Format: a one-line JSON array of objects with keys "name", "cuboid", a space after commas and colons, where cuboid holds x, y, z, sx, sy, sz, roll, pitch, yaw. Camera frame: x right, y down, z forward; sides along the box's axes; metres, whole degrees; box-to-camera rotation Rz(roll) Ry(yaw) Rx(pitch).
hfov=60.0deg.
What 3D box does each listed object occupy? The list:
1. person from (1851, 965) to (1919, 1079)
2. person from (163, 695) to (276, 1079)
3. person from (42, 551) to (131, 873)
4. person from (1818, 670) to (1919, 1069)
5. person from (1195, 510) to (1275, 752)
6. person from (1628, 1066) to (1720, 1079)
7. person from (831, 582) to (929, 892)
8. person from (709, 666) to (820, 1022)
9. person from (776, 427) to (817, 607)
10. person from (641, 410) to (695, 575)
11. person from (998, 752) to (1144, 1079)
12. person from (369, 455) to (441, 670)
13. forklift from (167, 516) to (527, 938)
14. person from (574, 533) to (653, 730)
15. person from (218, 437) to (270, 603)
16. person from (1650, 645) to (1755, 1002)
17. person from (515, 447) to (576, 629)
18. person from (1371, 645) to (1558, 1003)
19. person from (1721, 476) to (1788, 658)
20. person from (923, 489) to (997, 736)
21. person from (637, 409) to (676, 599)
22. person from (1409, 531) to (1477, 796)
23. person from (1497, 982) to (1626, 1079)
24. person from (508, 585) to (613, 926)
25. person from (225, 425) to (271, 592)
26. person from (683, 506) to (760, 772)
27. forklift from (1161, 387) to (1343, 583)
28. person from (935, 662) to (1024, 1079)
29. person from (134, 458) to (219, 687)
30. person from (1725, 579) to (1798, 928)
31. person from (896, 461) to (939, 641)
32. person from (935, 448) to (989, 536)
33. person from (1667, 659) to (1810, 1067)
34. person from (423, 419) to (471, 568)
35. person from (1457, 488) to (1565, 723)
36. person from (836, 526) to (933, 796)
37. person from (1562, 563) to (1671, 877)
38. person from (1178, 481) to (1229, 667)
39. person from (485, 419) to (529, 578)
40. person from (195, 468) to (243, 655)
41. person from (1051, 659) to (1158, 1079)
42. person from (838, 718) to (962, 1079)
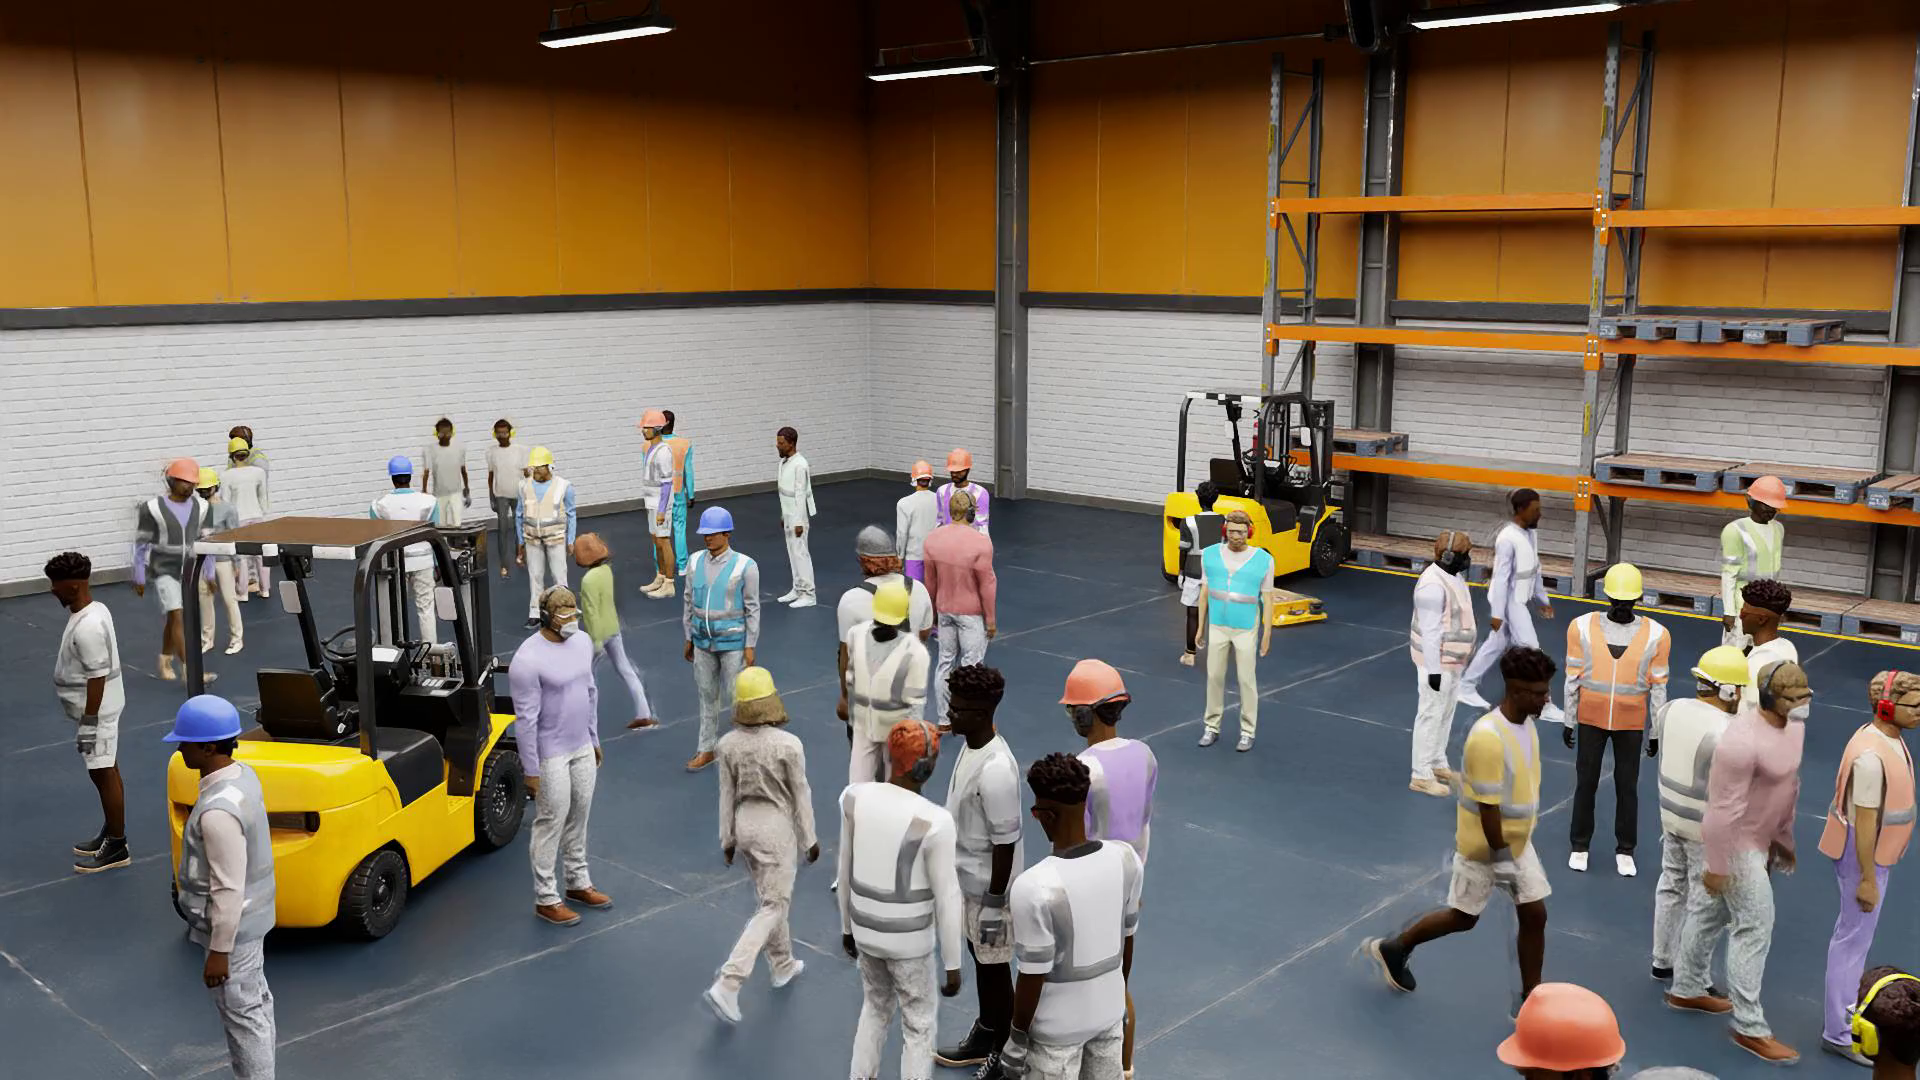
[{"name": "person", "cuboid": [2.469, 2.065, 4.515, 0.510, 1.861, 0.324, -2, 10, -10]}, {"name": "person", "cuboid": [-3.056, 1.590, 6.953, 0.386, 1.948, 0.602, -3, 10, -18]}, {"name": "person", "cuboid": [-5.283, 1.032, 10.103, 0.379, 1.958, 0.600, -5, 11, -24]}, {"name": "person", "cuboid": [4.235, 1.498, 7.766, 0.397, 1.847, 0.564, 7, 12, 35]}, {"name": "person", "cuboid": [2.073, 0.671, 12.520, 0.584, 1.830, 0.393, 5, 11, 27]}, {"name": "person", "cuboid": [1.376, 2.097, 3.802, 0.763, 2.000, 0.712, 6, 12, 32]}, {"name": "person", "cuboid": [-0.489, 1.141, 9.741, 0.650, 1.866, 0.898, 5, 11, 28]}, {"name": "person", "cuboid": [-1.009, 1.486, 8.240, 0.510, 1.706, 0.816, 6, 12, 31]}, {"name": "person", "cuboid": [-1.734, -0.247, 17.554, 0.405, 1.906, 0.591, -5, 11, -24]}, {"name": "person", "cuboid": [-3.359, -0.536, 19.177, 0.587, 1.911, 0.397, 0, 10, 1]}, {"name": "person", "cuboid": [0.396, 1.733, 6.107, 0.602, 1.959, 0.379, -8, 13, -40]}, {"name": "person", "cuboid": [-4.922, 0.216, 14.818, 0.604, 1.939, 0.415, -3, 11, -19]}, {"name": "forklift", "cuboid": [-3.583, 0.976, 9.748, 1.214, 2.155, 2.313, 2, 10, 11]}, {"name": "person", "cuboid": [-2.814, 0.723, 12.949, 0.907, 1.574, 0.526, 2, 10, 10]}, {"name": "person", "cuboid": [-7.642, -0.214, 17.749, 0.310, 1.769, 0.522, 8, 13, 38]}, {"name": "person", "cuboid": [3.713, 1.416, 8.315, 0.403, 1.821, 0.602, -2, 10, -13]}, {"name": "person", "cuboid": [-4.095, -0.016, 16.426, 0.600, 1.830, 0.403, 1, 10, 5]}, {"name": "person", "cuboid": [2.526, 1.415, 8.067, 0.579, 1.919, 0.950, -9, 13, -41]}, {"name": "person", "cuboid": [6.150, 0.508, 12.875, 0.605, 2.033, 0.392, -5, 11, -26]}, {"name": "person", "cuboid": [0.012, 0.572, 12.778, 0.627, 1.940, 0.371, 7, 12, 34]}, {"name": "person", "cuboid": [-3.280, -0.391, 17.963, 0.374, 2.044, 0.607, -4, 11, -23]}, {"name": "person", "cuboid": [3.353, 0.843, 11.539, 0.429, 1.836, 0.632, 6, 12, 32]}, {"name": "person", "cuboid": [1.563, 2.063, 4.338, 0.389, 1.925, 0.551, 4, 11, 21]}, {"name": "person", "cuboid": [-2.235, 1.191, 9.303, 0.383, 1.928, 0.635, 4, 11, 24]}, {"name": "person", "cuboid": [-7.851, -0.350, 18.343, 0.624, 1.837, 0.429, 8, 13, 40]}, {"name": "person", "cuboid": [-1.716, 0.719, 11.908, 0.603, 1.949, 0.389, 4, 11, 23]}, {"name": "forklift", "cuboid": [3.298, -0.608, 18.767, 1.214, 2.155, 2.313, 9, 13, 42]}, {"name": "person", "cuboid": [0.097, 1.502, 7.401, 0.373, 1.966, 0.605, -2, 10, -9]}, {"name": "person", "cuboid": [-6.696, 0.284, 14.272, 0.970, 1.983, 0.633, 7, 12, 37]}, {"name": "person", "cuboid": [4.411, 1.181, 9.230, 0.367, 1.966, 0.606, 7, 12, 36]}, {"name": "person", "cuboid": [-0.361, 0.113, 15.917, 0.563, 1.752, 0.329, -5, 11, -26]}, {"name": "person", "cuboid": [0.006, 0.106, 15.465, 0.544, 1.930, 0.388, 5, 11, 26]}, {"name": "person", "cuboid": [3.719, 1.463, 7.868, 0.703, 1.900, 0.643, 9, 14, 43]}, {"name": "person", "cuboid": [-5.991, -0.514, 19.384, 0.562, 1.807, 0.837, -4, 11, -19]}, {"name": "person", "cuboid": [4.478, 0.499, 13.405, 0.995, 1.872, 0.608, 6, 12, 31]}, {"name": "person", "cuboid": [-0.536, 0.901, 10.612, 0.675, 2.000, 0.537, -8, 13, -38]}, {"name": "person", "cuboid": [3.923, 1.075, 9.988, 0.582, 1.919, 0.397, 4, 11, 23]}, {"name": "person", "cuboid": [2.216, 0.314, 14.965, 0.536, 1.688, 0.320, -1, 10, -8]}, {"name": "person", "cuboid": [-5.234, -0.522, 19.352, 0.513, 1.828, 0.914, -2, 10, -11]}, {"name": "person", "cuboid": [-6.926, 0.200, 15.424, 0.531, 1.761, 0.339, 1, 10, 7]}, {"name": "person", "cuboid": [0.577, 1.514, 7.162, 0.410, 2.029, 0.619, 9, 13, 40]}, {"name": "person", "cuboid": [-0.252, 1.651, 6.883, 0.613, 1.858, 0.363, 8, 13, 37]}]
